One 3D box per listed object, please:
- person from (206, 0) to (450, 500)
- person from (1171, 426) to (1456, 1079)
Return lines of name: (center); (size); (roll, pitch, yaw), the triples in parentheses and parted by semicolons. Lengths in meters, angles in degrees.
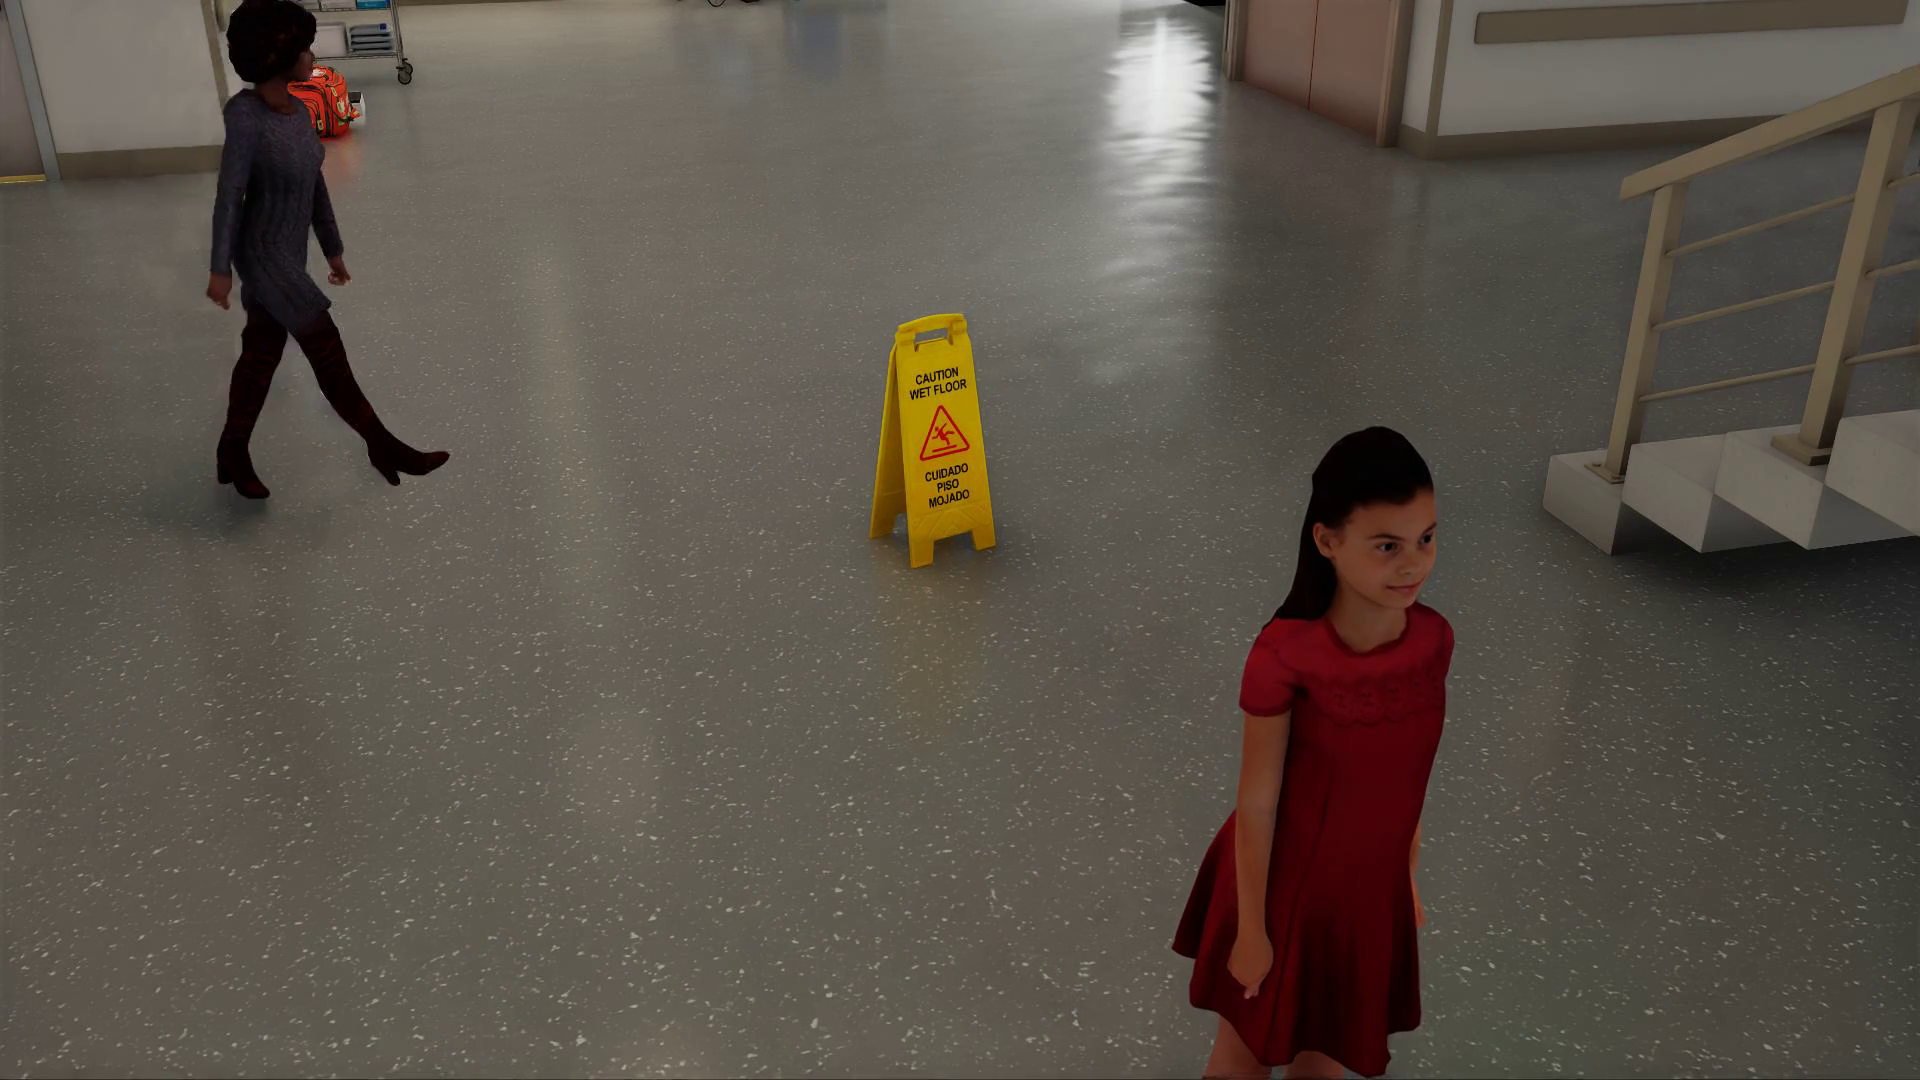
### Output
person: (-2.344, -0.891, 5.516); (0.919, 1.668, 1.075); (5, 26, 9)
person: (0.577, 0.541, 2.680); (0.588, 1.553, 0.644); (-12, 28, -23)
